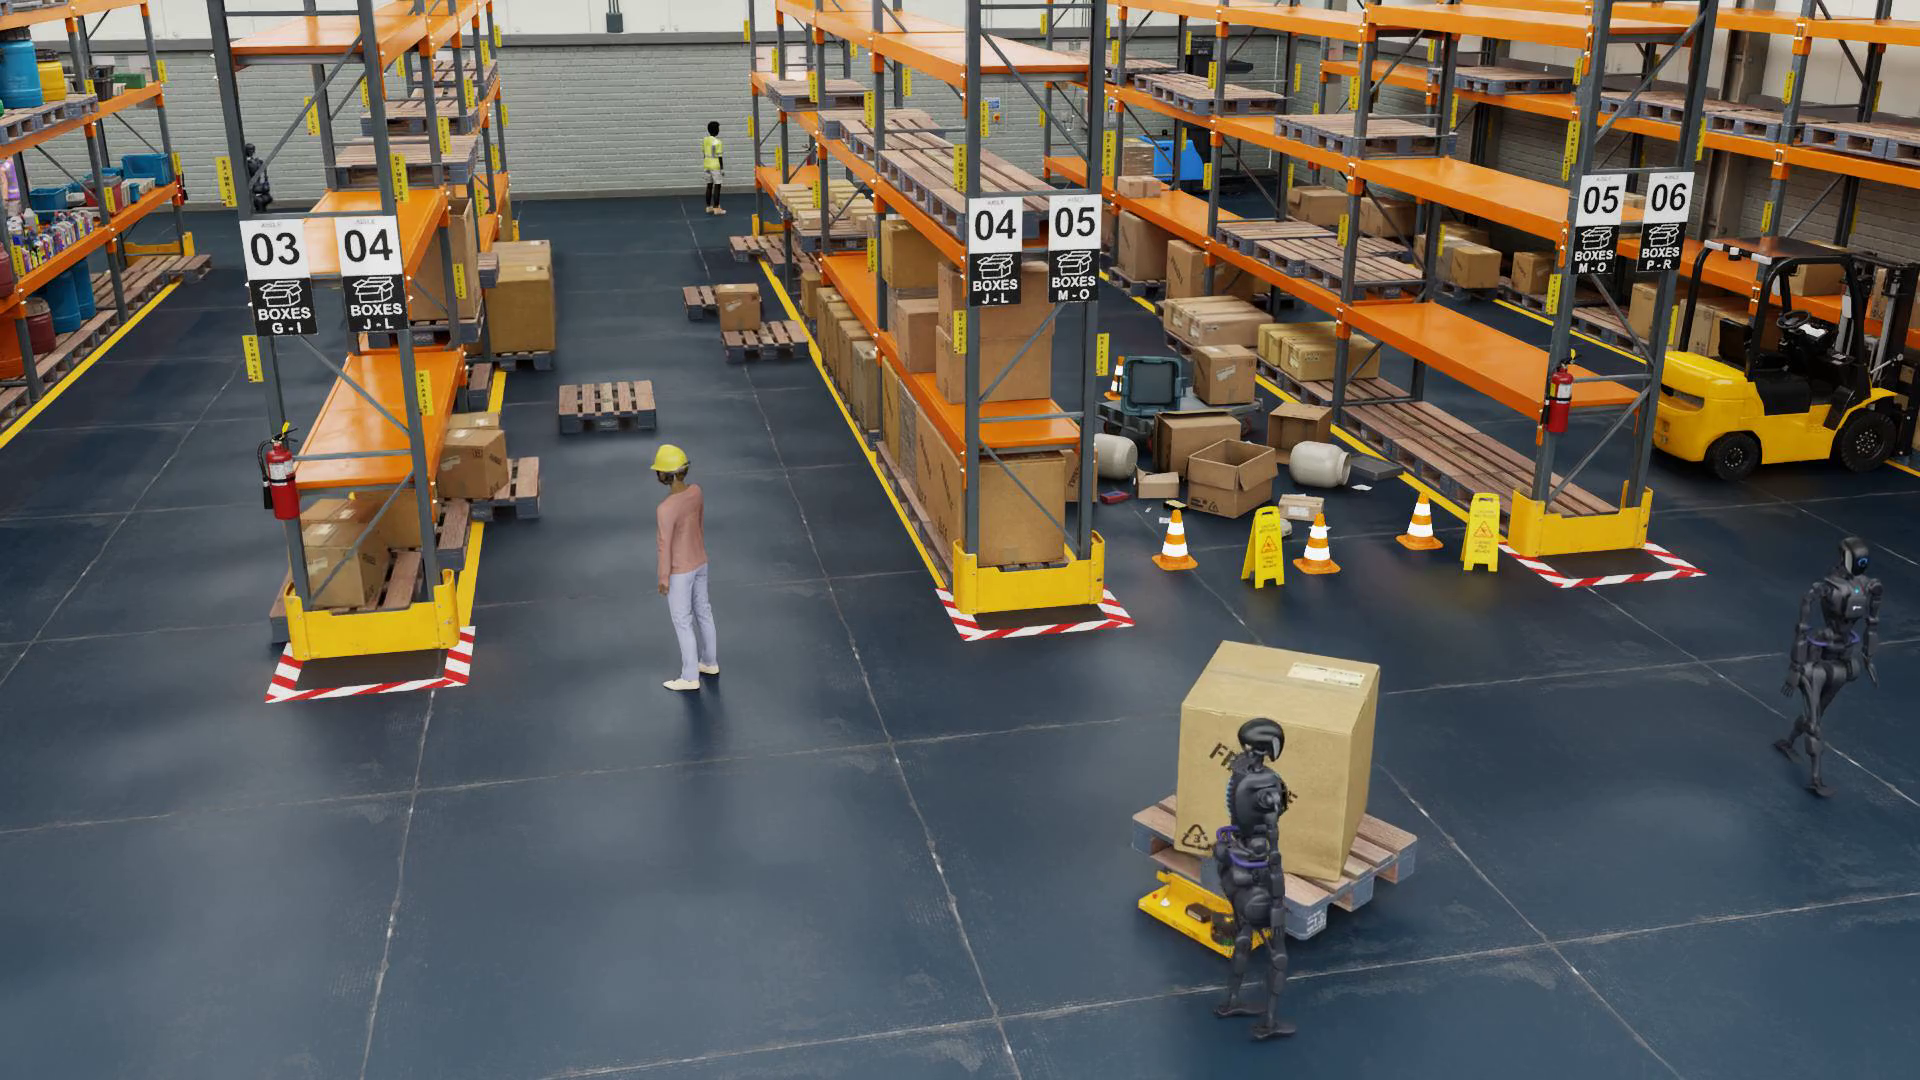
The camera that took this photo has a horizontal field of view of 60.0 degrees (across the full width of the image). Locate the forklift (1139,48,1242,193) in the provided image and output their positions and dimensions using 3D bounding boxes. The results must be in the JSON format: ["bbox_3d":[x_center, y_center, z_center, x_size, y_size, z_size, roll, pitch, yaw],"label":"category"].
[{"bbox_3d":[4.566,-8.313,32.860,1.873,2.768,1.129,-4,21,-12],"label":"forklift"}]

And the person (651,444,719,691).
[{"bbox_3d":[-1.944,0.184,11.571,0.341,1.758,0.519,8,22,21],"label":"person"}]

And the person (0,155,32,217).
[{"bbox_3d":[-15.366,-5.565,27.151,0.347,1.688,0.491,11,23,27],"label":"person"}]

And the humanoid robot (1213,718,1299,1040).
[{"bbox_3d":[1.421,1.576,7.931,0.398,1.654,0.599,-4,21,-11],"label":"humanoid robot"}]

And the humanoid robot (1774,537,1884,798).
[{"bbox_3d":[5.381,0.738,10.267,0.600,1.626,0.785,-3,21,-9],"label":"humanoid robot"}]

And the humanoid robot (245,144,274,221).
[{"bbox_3d":[-11.812,-5.818,27.905,0.762,1.621,0.613,7,22,19],"label":"humanoid robot"}]

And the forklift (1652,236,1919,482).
[{"bbox_3d":[8.013,-1.814,16.330,2.313,2.155,1.214,-4,21,-12],"label":"forklift"}]

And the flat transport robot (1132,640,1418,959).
[{"bbox_3d":[1.727,1.856,9.206,1.431,0.231,0.659,-17,26,-39],"label":"flat transport robot"}]

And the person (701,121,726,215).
[{"bbox_3d":[-4.526,-6.839,30.580,0.538,1.687,0.319,18,27,39],"label":"person"}]
